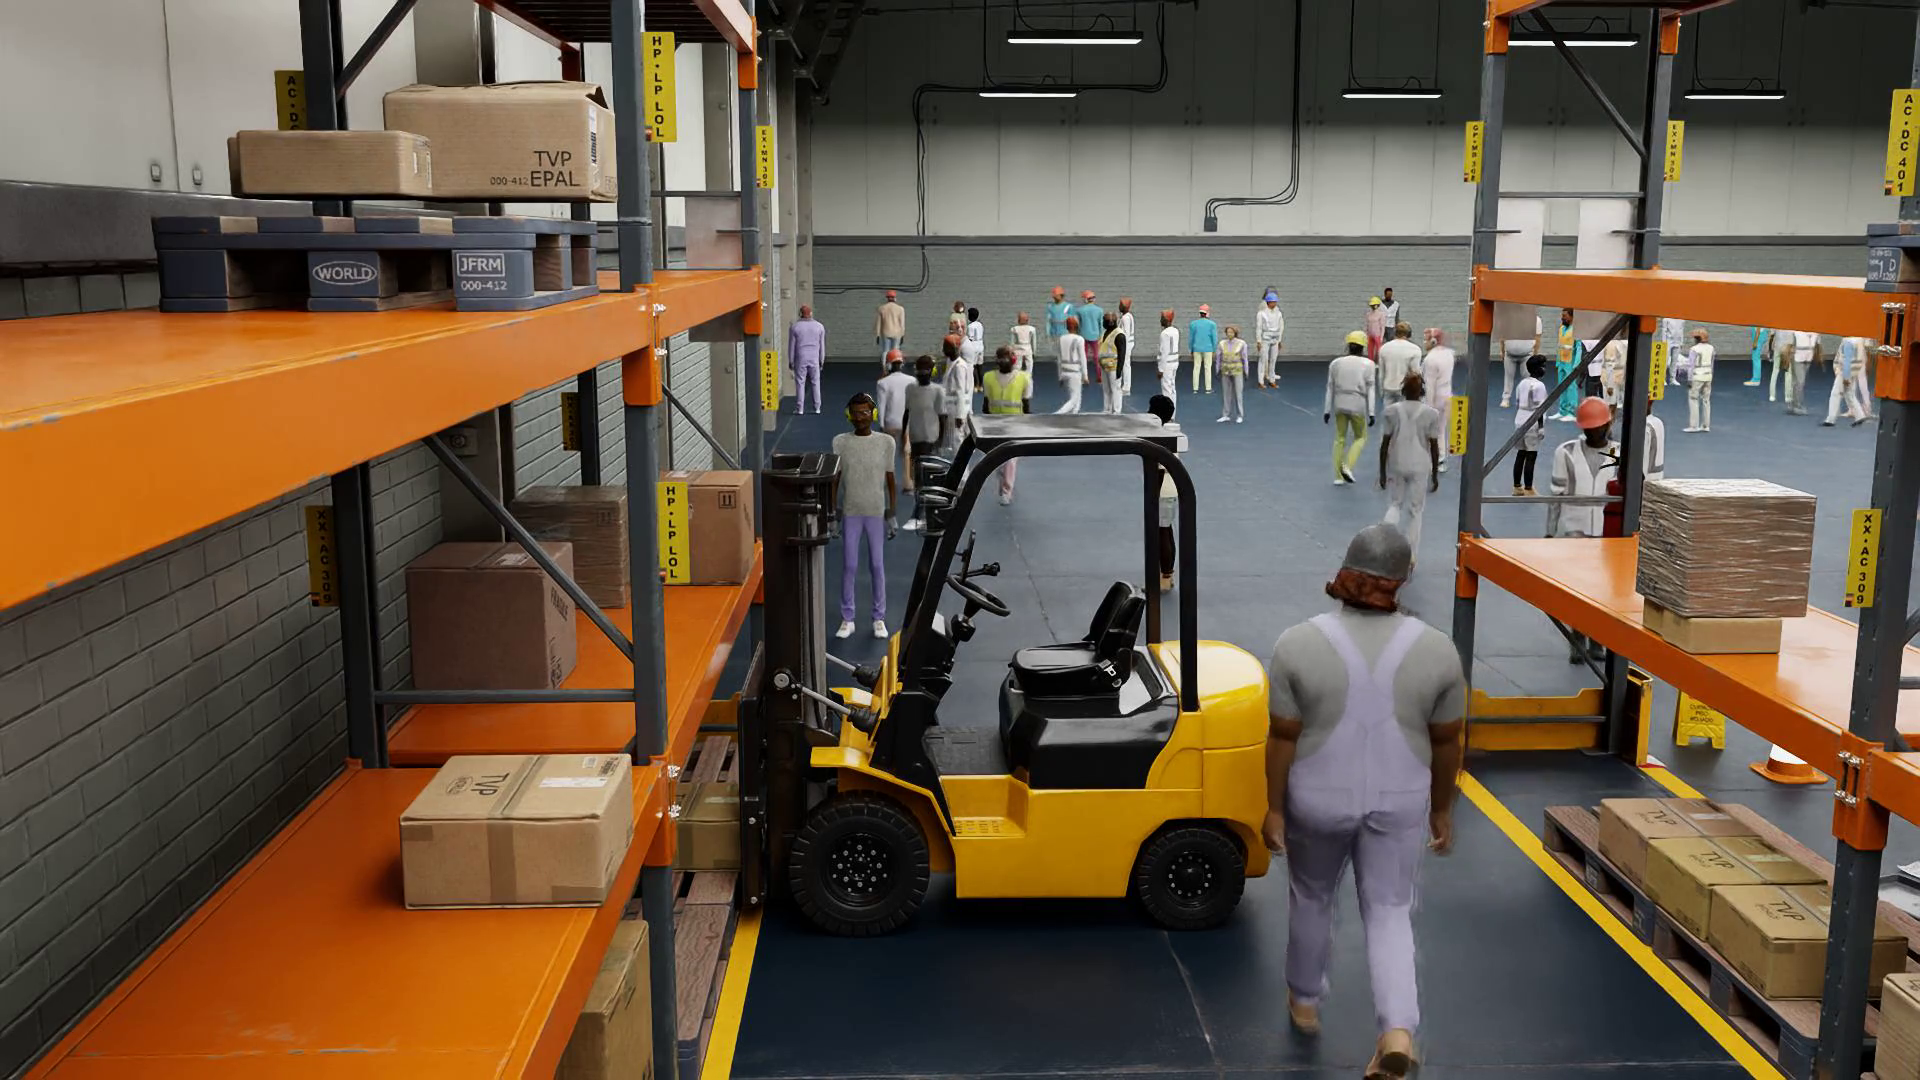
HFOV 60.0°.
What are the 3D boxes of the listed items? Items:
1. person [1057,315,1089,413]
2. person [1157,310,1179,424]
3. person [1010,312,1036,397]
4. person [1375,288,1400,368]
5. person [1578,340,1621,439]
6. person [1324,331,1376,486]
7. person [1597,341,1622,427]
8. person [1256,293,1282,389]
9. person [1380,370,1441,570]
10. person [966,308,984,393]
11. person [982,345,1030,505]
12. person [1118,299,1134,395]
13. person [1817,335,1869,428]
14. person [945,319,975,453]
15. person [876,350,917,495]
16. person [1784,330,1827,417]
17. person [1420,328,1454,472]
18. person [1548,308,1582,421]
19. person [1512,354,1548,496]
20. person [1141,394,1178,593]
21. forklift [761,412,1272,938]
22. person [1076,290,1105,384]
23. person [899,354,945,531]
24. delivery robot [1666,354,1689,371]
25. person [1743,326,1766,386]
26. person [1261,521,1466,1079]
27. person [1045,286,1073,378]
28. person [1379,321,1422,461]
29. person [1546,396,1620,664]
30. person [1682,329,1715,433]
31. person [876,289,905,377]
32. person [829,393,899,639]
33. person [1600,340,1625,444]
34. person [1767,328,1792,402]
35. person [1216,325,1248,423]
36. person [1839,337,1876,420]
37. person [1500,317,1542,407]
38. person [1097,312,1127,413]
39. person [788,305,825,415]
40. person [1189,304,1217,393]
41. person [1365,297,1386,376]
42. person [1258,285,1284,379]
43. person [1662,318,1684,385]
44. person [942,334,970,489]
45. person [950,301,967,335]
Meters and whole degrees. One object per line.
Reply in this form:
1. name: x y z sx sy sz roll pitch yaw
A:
1. person: 1.677 -2.524 25.615 0.792 1.863 0.584 -6 12 -32
2. person: 3.379 -2.811 27.158 0.352 1.883 0.580 5 11 25
3. person: 1.211 -3.548 31.943 0.512 1.641 0.307 -1 10 -7
4. person: 10.077 -5.004 39.313 0.591 1.915 0.399 1 10 3
5. person: 9.645 -2.464 25.121 0.593 1.922 0.391 0 10 -1
6. person: 4.784 -1.607 20.411 0.689 1.893 0.493 7 12 33
7. person: 9.817 -2.528 25.410 0.445 1.942 0.652 -4 11 -23
8. person: 6.309 -4.057 33.914 0.615 1.947 0.389 -5 11 -27
9. person: 4.067 -0.615 15.073 0.514 1.832 0.475 5 11 25
10. person: 0.288 -3.749 32.933 0.320 1.691 0.536 5 11 26
11. person: 0.540 -1.322 19.030 0.562 1.829 0.524 3 11 17
12. person: 3.221 -3.774 32.527 0.355 1.883 0.574 1 10 7
13. person: 14.221 -2.676 26.614 0.684 1.807 0.604 10 14 44
14. person: -0.012 -2.176 23.597 0.396 1.898 0.644 -3 11 -15
15. person: -0.775 -1.416 19.891 0.553 1.696 0.894 -4 11 -21
16. person: 14.556 -3.035 28.601 0.599 1.802 0.771 -4 11 -19
17. person: 6.125 -1.799 21.532 0.431 1.886 0.695 10 14 44
18. person: 10.178 -2.946 27.816 0.374 1.917 0.596 -2 10 -13
19. person: 6.630 -1.308 19.311 0.321 1.694 0.529 -1 10 -8
20. person: 1.714 -0.396 14.221 0.316 1.695 0.541 3 11 17
21. forklift: 0.291 0.548 7.580 2.313 2.155 1.214 0 10 -2
22. person: 2.738 -4.263 35.000 0.651 1.969 0.427 1 10 5
23. person: -0.350 -1.040 17.418 0.553 1.840 0.738 8 13 36
24. delivery robot: 15.949 -3.972 37.067 0.477 0.478 0.707 -4 11 -22
25. person: 16.580 -4.123 34.615 0.359 1.835 0.512 5 11 27
26. person: 1.452 0.909 5.995 0.697 2.000 0.905 1 10 5
27. person: 2.140 -4.527 36.383 0.608 1.999 0.945 4 11 21
28. person: 5.953 -2.002 22.541 0.381 1.930 0.644 -10 14 -44
29. person: 4.469 -0.060 11.733 0.636 1.910 0.637 3 11 18
30. person: 11.629 -2.496 26.111 0.567 1.632 0.314 -5 11 -26
31. person: -1.505 -4.485 36.282 0.619 1.963 0.566 1 10 6
32. person: -0.729 -0.182 12.552 0.531 1.870 0.316 0 10 -1
33. person: 9.530 -2.302 24.198 0.391 1.931 0.553 6 12 32
34. person: 15.454 -3.525 31.212 0.523 1.860 0.318 7 12 35
35. person: 4.501 -2.741 27.492 0.539 1.627 0.319 6 12 30
36. person: 15.210 -2.939 28.114 0.341 1.798 0.739 -5 11 -26
37. person: 10.076 -3.392 29.956 0.683 2.000 0.537 5 11 26
38. person: 2.470 -2.813 27.296 0.430 1.841 0.624 -5 11 -25
39. person: -2.672 -3.125 28.862 0.642 1.901 0.404 -4 11 -19
40. person: 4.821 -3.783 32.934 0.568 1.751 0.329 4 11 21
41. person: 9.273 -4.561 37.255 0.334 1.760 0.524 -7 13 -36
42. person: 6.809 -4.548 36.398 0.538 2.000 0.682 -2 10 -13
43. person: 14.890 -4.104 34.743 0.493 1.746 0.283 -2 10 -13
44. person: -0.052 -1.564 20.241 0.342 1.875 0.579 -2 10 -9
45. person: -0.024 -4.693 38.370 0.304 1.623 0.508 8 13 36
